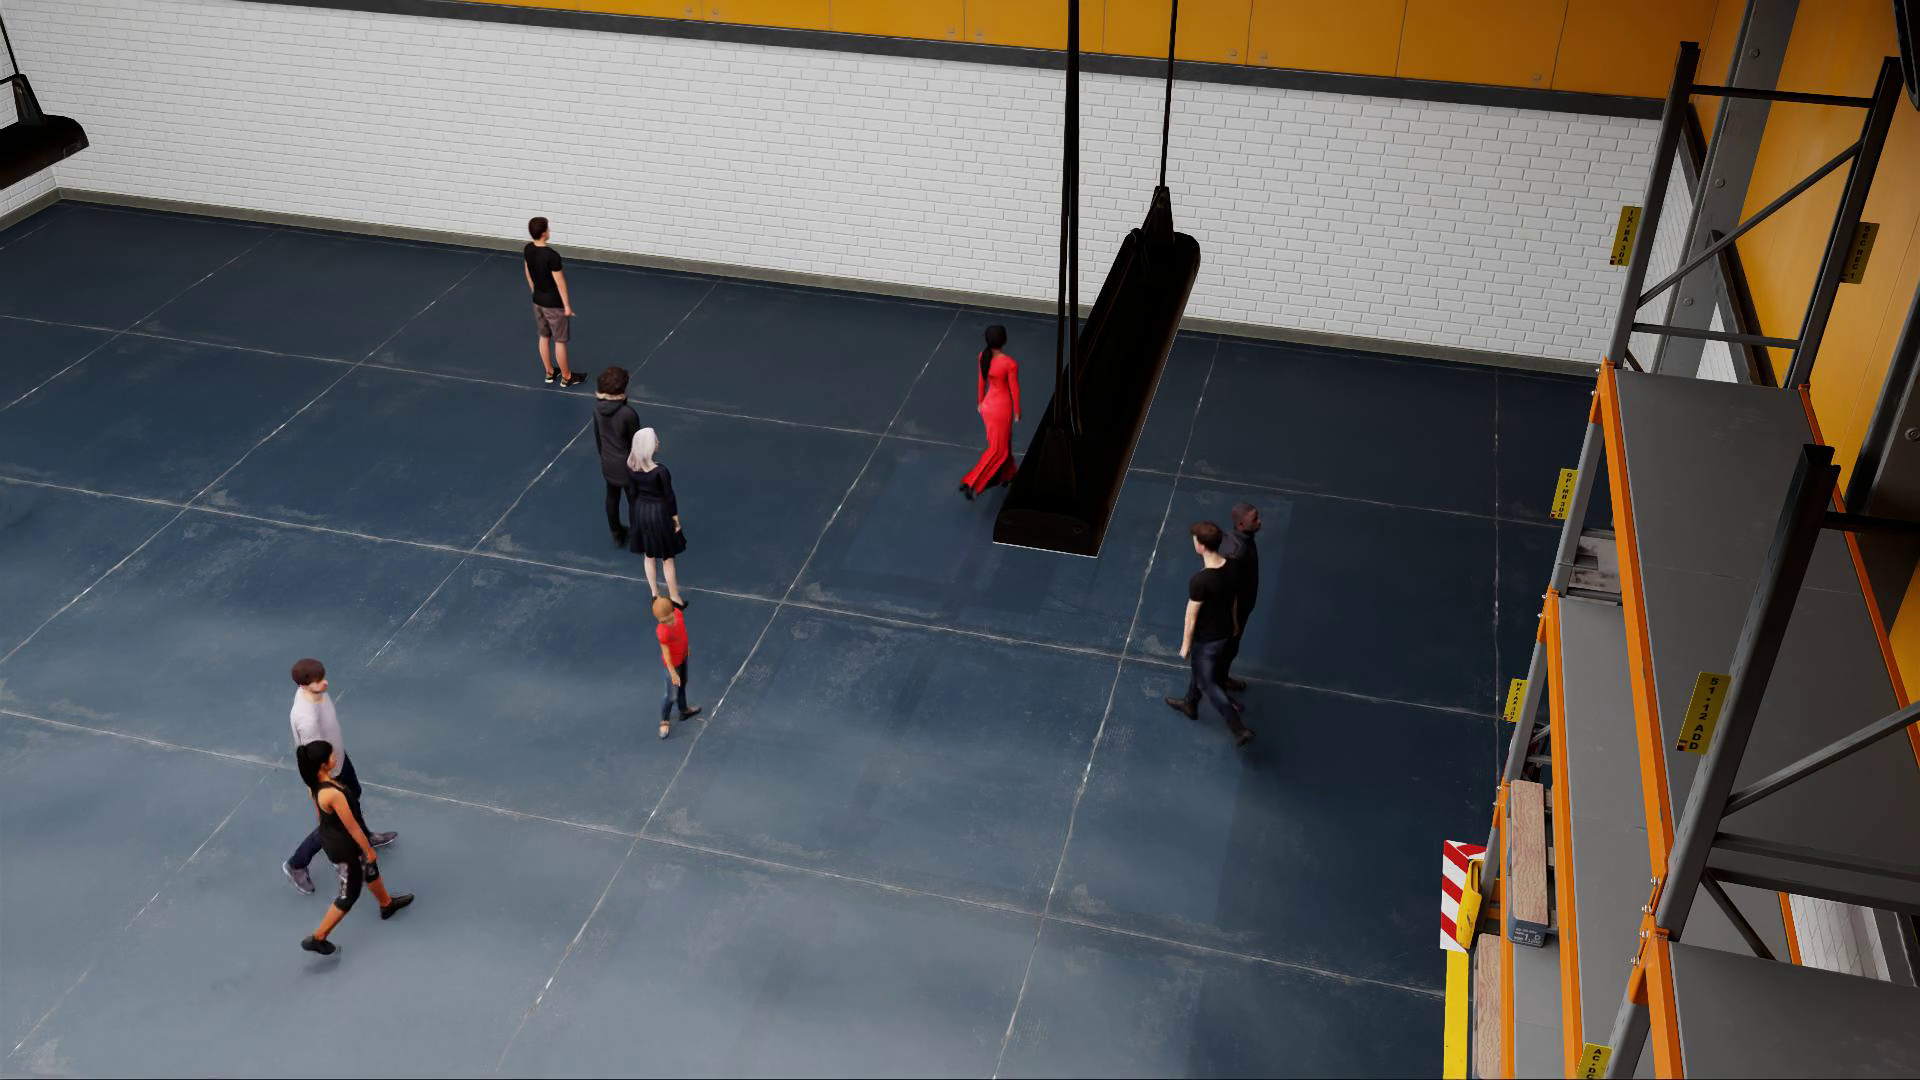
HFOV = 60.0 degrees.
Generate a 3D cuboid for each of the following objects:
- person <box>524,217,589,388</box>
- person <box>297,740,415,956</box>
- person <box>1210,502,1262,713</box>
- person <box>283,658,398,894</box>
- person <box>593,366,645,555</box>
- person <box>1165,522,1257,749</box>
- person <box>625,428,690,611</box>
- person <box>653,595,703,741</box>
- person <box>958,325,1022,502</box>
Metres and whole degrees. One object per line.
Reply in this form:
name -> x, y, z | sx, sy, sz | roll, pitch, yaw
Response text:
person -> -4.288, -2.486, 17.312 | 0.751, 1.861, 0.718 | 21, 39, 28
person -> -4.049, 2.000, 10.758 | 1.106, 1.645, 0.957 | -26, 41, -33
person -> 2.124, 0.489, 12.857 | 0.758, 1.836, 0.496 | 7, 34, 11
person -> -4.369, 1.565, 11.249 | 1.064, 1.825, 1.060 | -9, 35, -13
person -> -2.996, -0.696, 14.701 | 0.658, 1.770, 0.604 | 13, 36, 19
person -> 1.941, 0.758, 12.434 | 1.216, 1.858, 1.130 | -28, 43, -35
person -> -2.542, -0.158, 13.912 | 0.629, 1.747, 0.606 | 14, 36, 20
person -> -2.178, 0.894, 12.747 | 0.681, 1.284, 0.407 | 2, 34, 2
person -> 0.297, -1.134, 15.371 | 1.139, 1.757, 0.985 | -26, 41, -33
